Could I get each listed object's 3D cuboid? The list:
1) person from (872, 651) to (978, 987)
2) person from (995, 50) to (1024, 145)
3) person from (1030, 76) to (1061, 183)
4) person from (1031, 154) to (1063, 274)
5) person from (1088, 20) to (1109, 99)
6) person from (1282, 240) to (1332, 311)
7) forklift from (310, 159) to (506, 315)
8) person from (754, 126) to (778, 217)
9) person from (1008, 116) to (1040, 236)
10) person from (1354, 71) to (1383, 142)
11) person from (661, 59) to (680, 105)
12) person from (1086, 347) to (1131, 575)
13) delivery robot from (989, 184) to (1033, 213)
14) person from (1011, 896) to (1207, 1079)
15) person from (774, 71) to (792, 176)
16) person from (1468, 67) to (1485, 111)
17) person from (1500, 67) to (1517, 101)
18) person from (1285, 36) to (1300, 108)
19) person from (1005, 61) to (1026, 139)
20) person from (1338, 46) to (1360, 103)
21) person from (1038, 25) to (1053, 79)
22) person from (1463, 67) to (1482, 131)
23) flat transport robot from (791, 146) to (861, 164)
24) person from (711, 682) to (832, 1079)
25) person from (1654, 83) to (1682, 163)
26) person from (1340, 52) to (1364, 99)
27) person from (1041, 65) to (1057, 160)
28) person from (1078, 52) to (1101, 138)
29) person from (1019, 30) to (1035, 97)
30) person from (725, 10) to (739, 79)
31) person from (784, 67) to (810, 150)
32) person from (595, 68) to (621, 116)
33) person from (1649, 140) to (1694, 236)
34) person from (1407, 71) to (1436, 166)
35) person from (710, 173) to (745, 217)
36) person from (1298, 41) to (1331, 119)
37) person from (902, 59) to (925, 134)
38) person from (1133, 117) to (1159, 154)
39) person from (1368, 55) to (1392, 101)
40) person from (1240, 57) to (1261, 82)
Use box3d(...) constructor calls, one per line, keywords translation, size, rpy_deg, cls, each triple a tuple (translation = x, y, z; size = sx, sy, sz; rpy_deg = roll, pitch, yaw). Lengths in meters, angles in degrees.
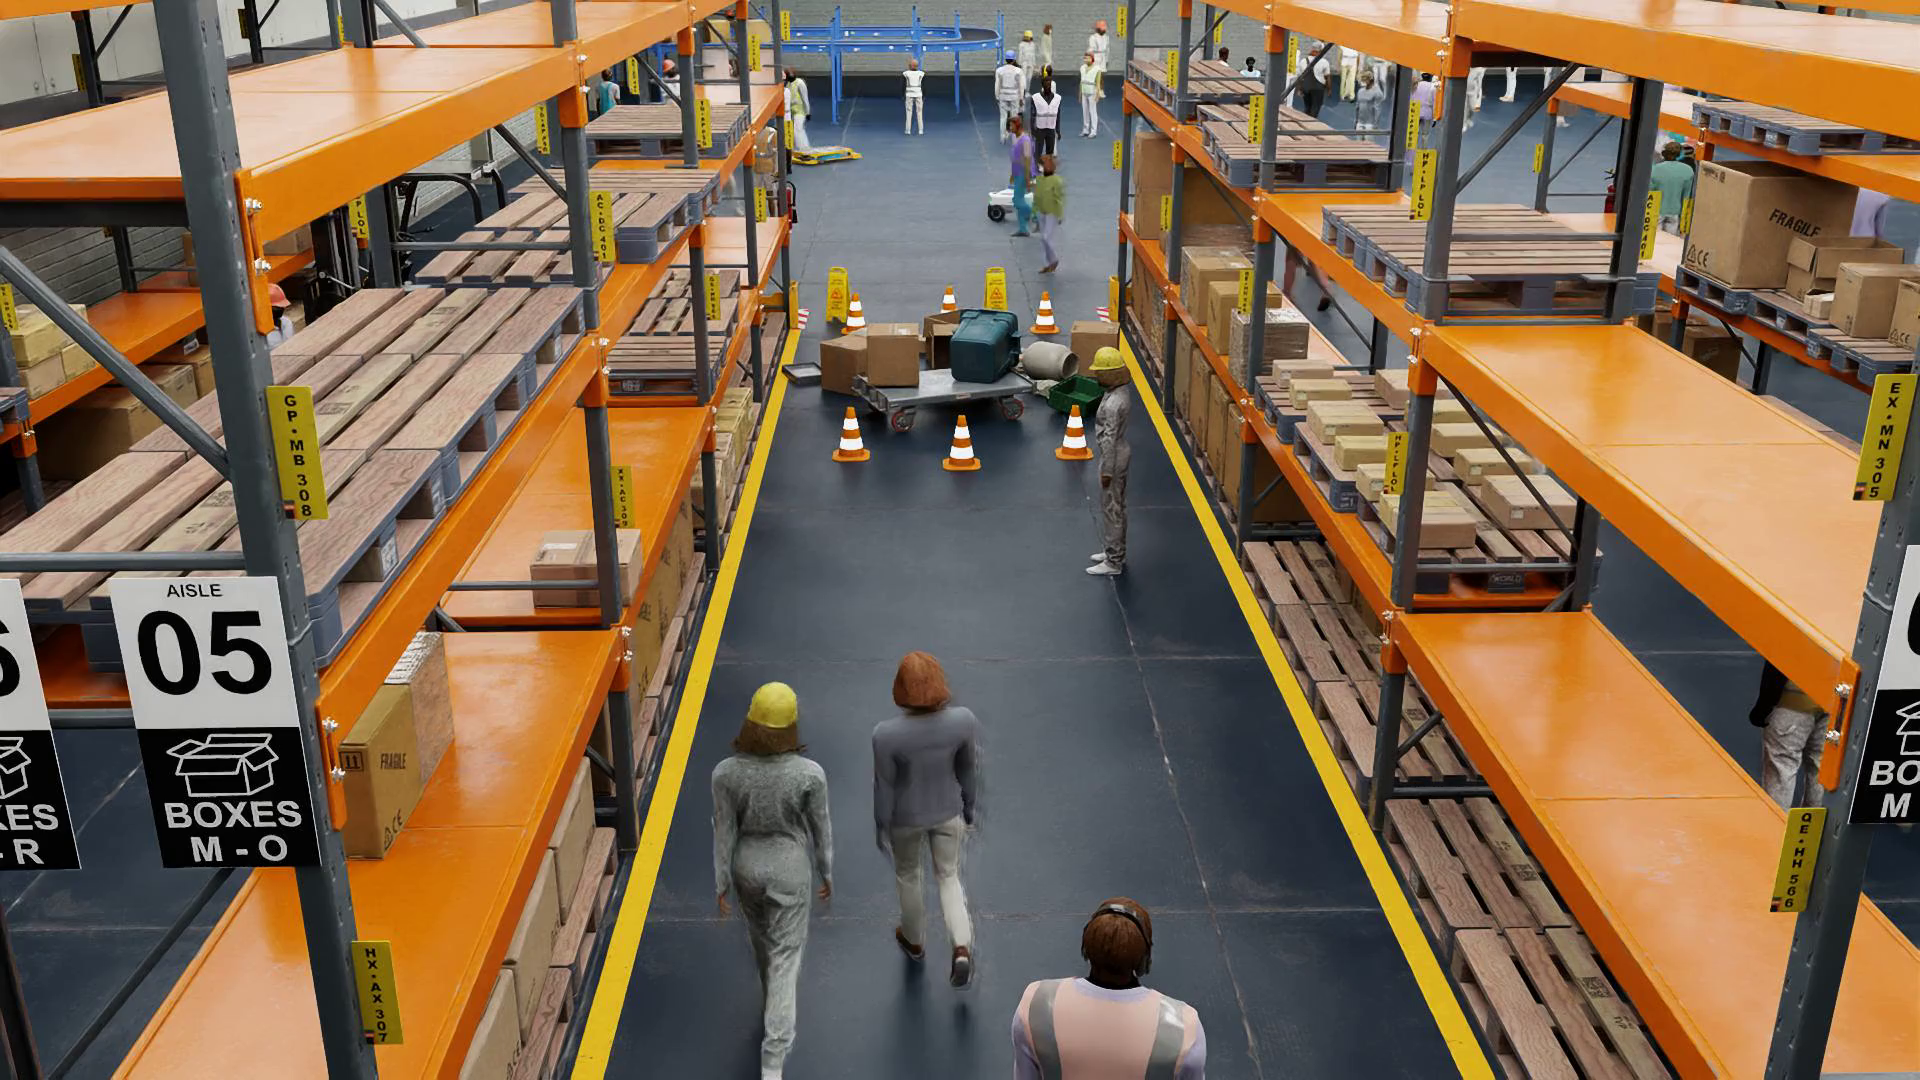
box3d(translation=(-0.146, 1.272, 7.574), size=(0.507, 1.615, 0.623), rpy_deg=(-7, 22, -18), cls="person")
box3d(translation=(1.047, -9.367, 35.241), size=(0.614, 1.946, 0.390), rpy_deg=(2, 21, 6), cls="person")
box3d(translation=(1.550, -7.445, 30.202), size=(0.592, 1.919, 0.389), rpy_deg=(-7, 22, -18), cls="person")
box3d(translation=(1.179, -4.419, 22.617), size=(0.377, 1.619, 0.522), rpy_deg=(-16, 26, -35), cls="person")
box3d(translation=(3.639, -12.739, 44.065), size=(0.663, 2.016, 0.683), rpy_deg=(-14, 25, -33), cls="person")
box3d(translation=(4.334, -3.798, 20.640), size=(0.643, 1.879, 0.934), rpy_deg=(-8, 22, -21), cls="person")
box3d(translation=(-5.622, -2.910, 17.832), size=(2.313, 2.155, 1.214), rpy_deg=(-1, 21, -1), cls="forklift")
box3d(translation=(-3.043, -5.695, 25.552), size=(0.545, 1.938, 0.359), rpy_deg=(2, 21, 6), cls="person")
box3d(translation=(0.961, -5.513, 25.243), size=(0.477, 1.816, 0.576), rpy_deg=(-5, 21, -13), cls="person")
box3d(translation=(7.568, -7.742, 30.986), size=(0.392, 1.928, 0.633), rpy_deg=(-11, 23, -27), cls="person")
box3d(translation=(-5.752, -8.784, 33.764), size=(0.573, 1.912, 0.388), rpy_deg=(-3, 21, -9), cls="person")
box3d(translation=(1.100, -0.585, 12.337), size=(0.322, 1.734, 0.487), rpy_deg=(5, 21, 12), cls="person")
box3d(translation=(0.821, -5.470, 26.748), size=(0.707, 0.478, 0.477), rpy_deg=(0, 21, 0), cls="delivery robot")
box3d(translation=(0.488, 1.976, 5.408), size=(0.631, 1.843, 0.429), rpy_deg=(5, 21, 13), cls="person")
box3d(translation=(-3.350, -7.814, 31.152), size=(0.356, 1.938, 0.545), rpy_deg=(6, 22, 16), cls="person")
box3d(translation=(12.824, -11.617, 41.299), size=(0.366, 1.875, 0.564), rpy_deg=(-1, 21, -3), cls="person")
box3d(translation=(14.379, -12.387, 43.382), size=(0.430, 1.838, 0.619), rpy_deg=(3, 21, 8), cls="person")
box3d(translation=(7.952, -11.146, 40.035), size=(0.573, 1.883, 0.354), rpy_deg=(-14, 25, -32), cls="person")
box3d(translation=(1.213, -9.643, 36.407), size=(0.534, 1.657, 0.893), rpy_deg=(8, 22, 20), cls="person")
box3d(translation=(10.060, -12.239, 43.049), size=(0.587, 1.786, 0.982), rpy_deg=(1, 21, 3), cls="person")
box3d(translation=(2.510, -14.161, 48.375), size=(0.452, 1.613, 0.513), rpy_deg=(10, 23, 25), cls="person")
box3d(translation=(11.472, -10.095, 37.496), size=(0.493, 1.718, 0.422), rpy_deg=(4, 21, 9), cls="person")
box3d(translation=(-2.717, -7.661, 33.066), size=(1.431, 0.197, 0.652), rpy_deg=(-19, 28, -40), cls="flat transport robot")
box3d(translation=(-0.800, 1.418, 7.072), size=(0.488, 1.699, 0.899), rpy_deg=(2, 21, 5), cls="person")
box3d(translation=(13.948, -8.347, 32.572), size=(0.436, 1.925, 0.656), rpy_deg=(6, 22, 16), cls="person")
box3d(translation=(10.456, -12.470, 43.941), size=(0.778, 1.603, 0.523), rpy_deg=(-19, 28, -40), cls="person")
box3d(translation=(1.742, -8.447, 32.947), size=(0.339, 1.858, 0.513), rpy_deg=(10, 23, 24), cls="person")
box3d(translation=(2.846, -9.726, 36.351), size=(0.394, 1.836, 0.560), rpy_deg=(-18, 27, -39), cls="person")
box3d(translation=(1.789, -12.696, 44.342), size=(0.492, 1.748, 0.355), rpy_deg=(-13, 24, -30), cls="person")
box3d(translation=(-6.592, -14.215, 47.923), size=(0.611, 2.042, 0.394), rpy_deg=(-16, 26, -37), cls="person")
box3d(translation=(-3.260, -8.509, 33.190), size=(0.619, 1.800, 0.634), rpy_deg=(-12, 24, -29), cls="person")
box3d(translation=(-6.866, -8.320, 32.617), size=(0.507, 1.847, 0.343), rpy_deg=(3, 21, 9), cls="person")
box3d(translation=(9.155, -4.230, 21.678), size=(0.629, 1.940, 0.373), rpy_deg=(0, 21, 0), cls="person")
box3d(translation=(8.973, -8.237, 32.299), size=(0.588, 1.918, 0.406), rpy_deg=(10, 23, 25), cls="person")
box3d(translation=(-3.693, -5.839, 26.164), size=(0.895, 1.763, 0.649), rpy_deg=(11, 23, 26), cls="person")
box3d(translation=(7.842, -9.972, 36.711), size=(0.699, 2.000, 0.572), rpy_deg=(15, 26, 35), cls="person")
box3d(translation=(-1.029, -9.848, 36.968), size=(0.529, 1.626, 0.322), rpy_deg=(-2, 21, -7), cls="person")
box3d(translation=(3.892, -8.794, 34.074), size=(0.530, 1.684, 0.927), rpy_deg=(13, 24, 31), cls="person")
box3d(translation=(10.902, -12.360, 43.196), size=(0.621, 1.921, 0.510), rpy_deg=(15, 25, 34), cls="person")
box3d(translation=(6.375, -9.806, 36.751), size=(0.536, 1.696, 0.322), rpy_deg=(-4, 21, -9), cls="person")
